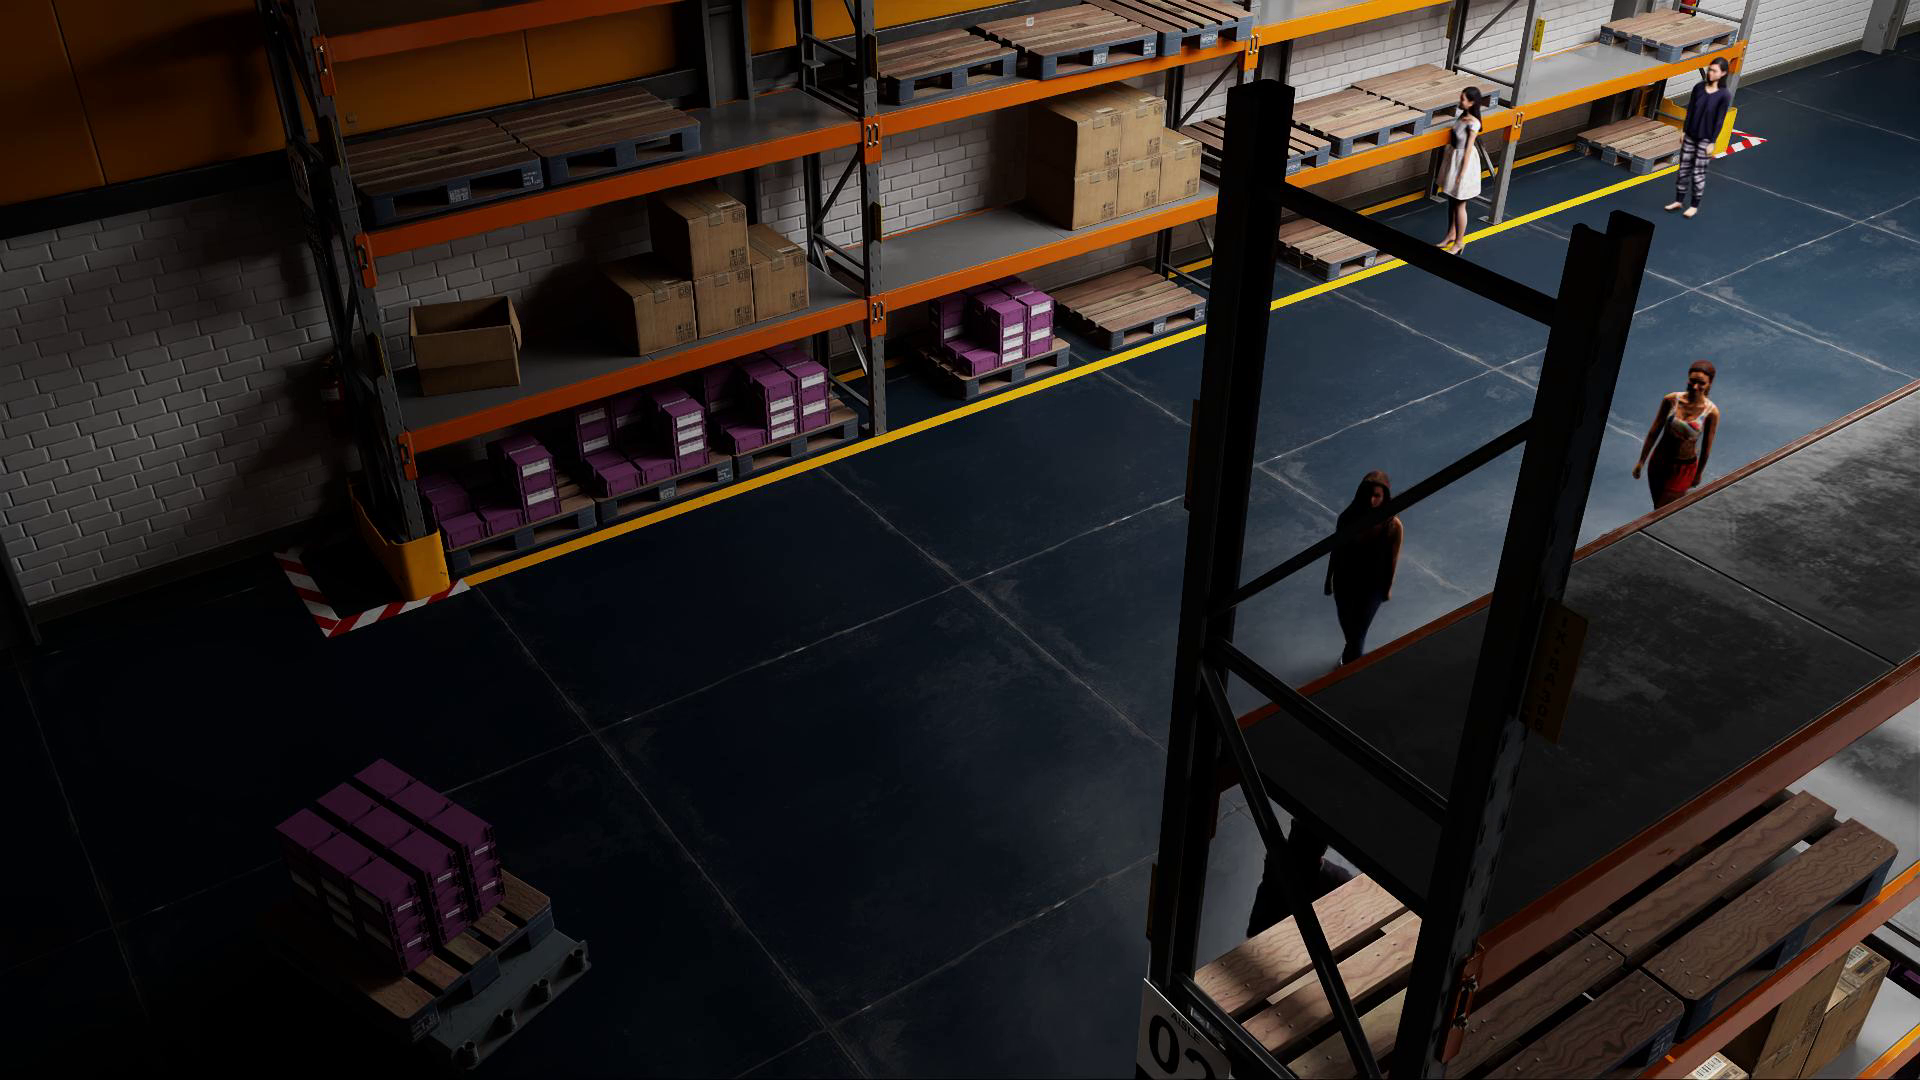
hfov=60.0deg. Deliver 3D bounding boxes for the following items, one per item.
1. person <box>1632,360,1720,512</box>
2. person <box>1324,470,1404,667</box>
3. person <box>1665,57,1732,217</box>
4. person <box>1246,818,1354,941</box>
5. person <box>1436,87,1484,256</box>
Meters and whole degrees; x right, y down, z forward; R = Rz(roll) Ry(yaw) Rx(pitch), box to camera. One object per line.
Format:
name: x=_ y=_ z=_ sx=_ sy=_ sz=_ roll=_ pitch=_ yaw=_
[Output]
person: x=5.241 y=-0.541 z=12.202 sx=0.733 sy=1.744 sz=1.175 roll=27 pitch=42 yaw=34
person: x=2.670 y=0.254 z=11.067 sx=0.886 sy=1.676 sz=1.152 roll=17 pitch=37 yaw=24
person: x=8.027 y=-4.371 z=17.975 sx=0.514 sy=1.732 sz=0.608 roll=-19 pitch=38 yaw=-26
person: x=1.711 y=2.040 z=8.249 sx=0.866 sy=1.822 sz=0.794 roll=-27 pitch=42 yaw=-34
person: x=5.125 y=-3.771 z=17.038 sx=0.811 sy=1.769 sz=0.782 roll=-1 pitch=34 yaw=-2
